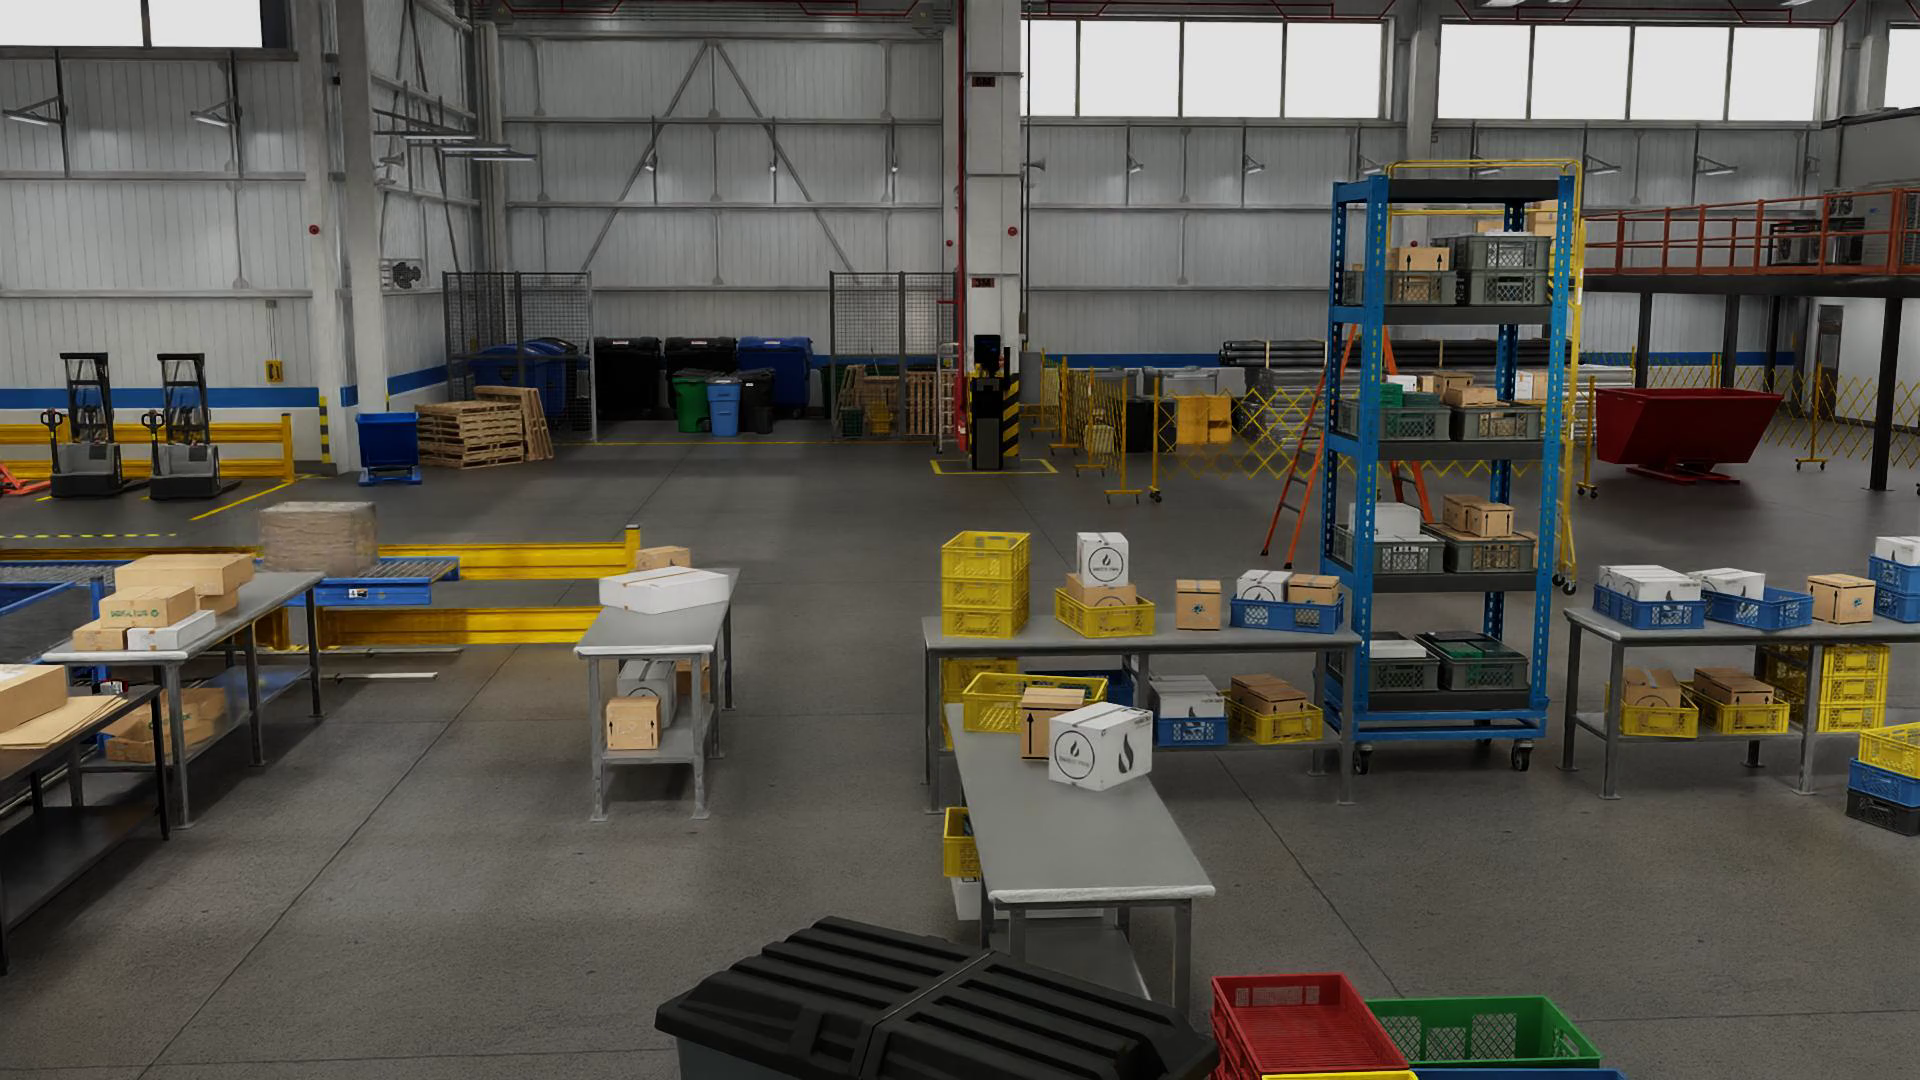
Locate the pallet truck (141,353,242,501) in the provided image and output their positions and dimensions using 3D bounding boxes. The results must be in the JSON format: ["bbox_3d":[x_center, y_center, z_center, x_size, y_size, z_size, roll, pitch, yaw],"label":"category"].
[{"bbox_3d":[-10.520,-1.604,22.925,0.823,1.965,1.885,-1,9,-6],"label":"pallet truck"}]

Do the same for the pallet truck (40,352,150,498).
[{"bbox_3d":[-11.907,-1.642,23.165,0.823,1.965,1.885,0,9,0],"label":"pallet truck"}]

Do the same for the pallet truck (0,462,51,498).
[{"bbox_3d":[-13.193,-1.293,23.148,0.653,1.274,1.630,-1,9,-4],"label":"pallet truck"}]
